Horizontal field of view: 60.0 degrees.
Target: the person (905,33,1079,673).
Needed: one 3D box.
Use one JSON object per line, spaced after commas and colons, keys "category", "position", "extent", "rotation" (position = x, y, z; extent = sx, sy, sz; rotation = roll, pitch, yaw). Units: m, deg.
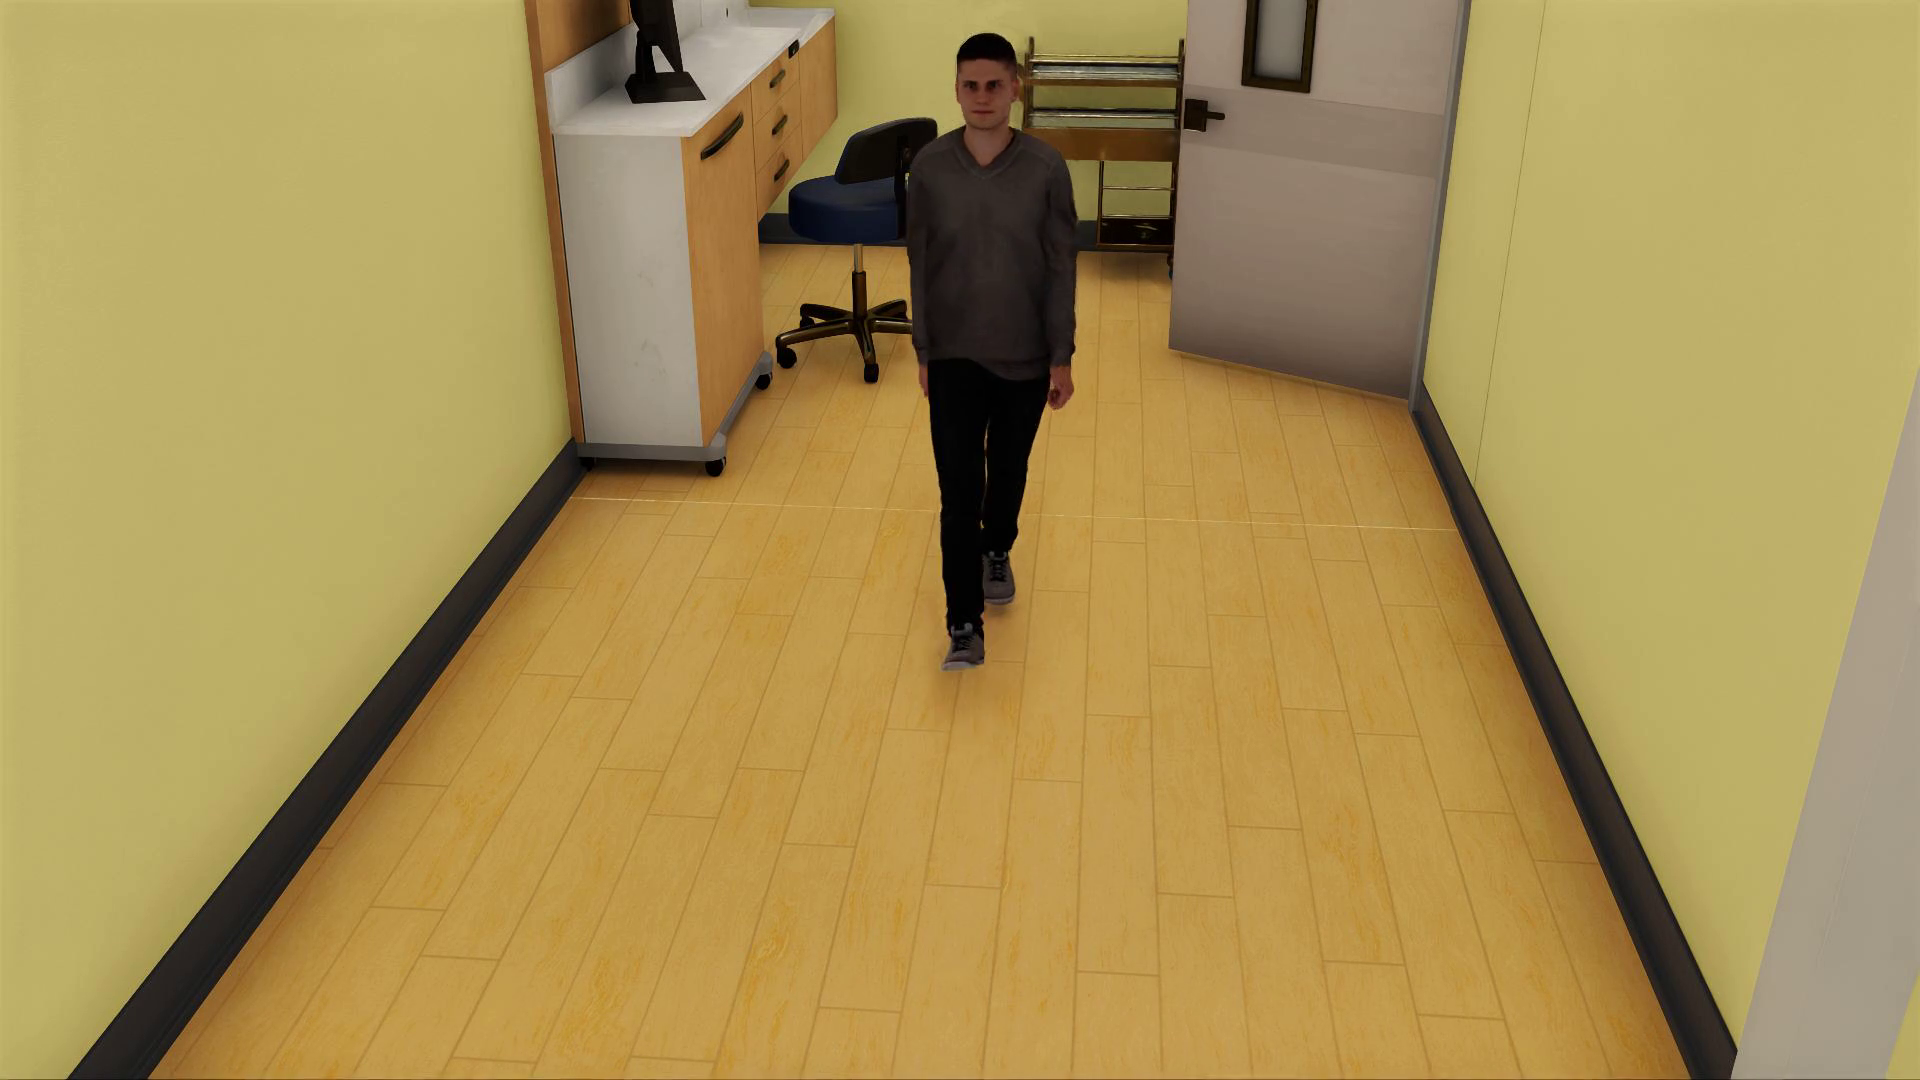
{"category": "person", "position": [0.095, -0.538, 4.772], "extent": [1.066, 1.718, 0.737], "rotation": [0, 26, 0]}
